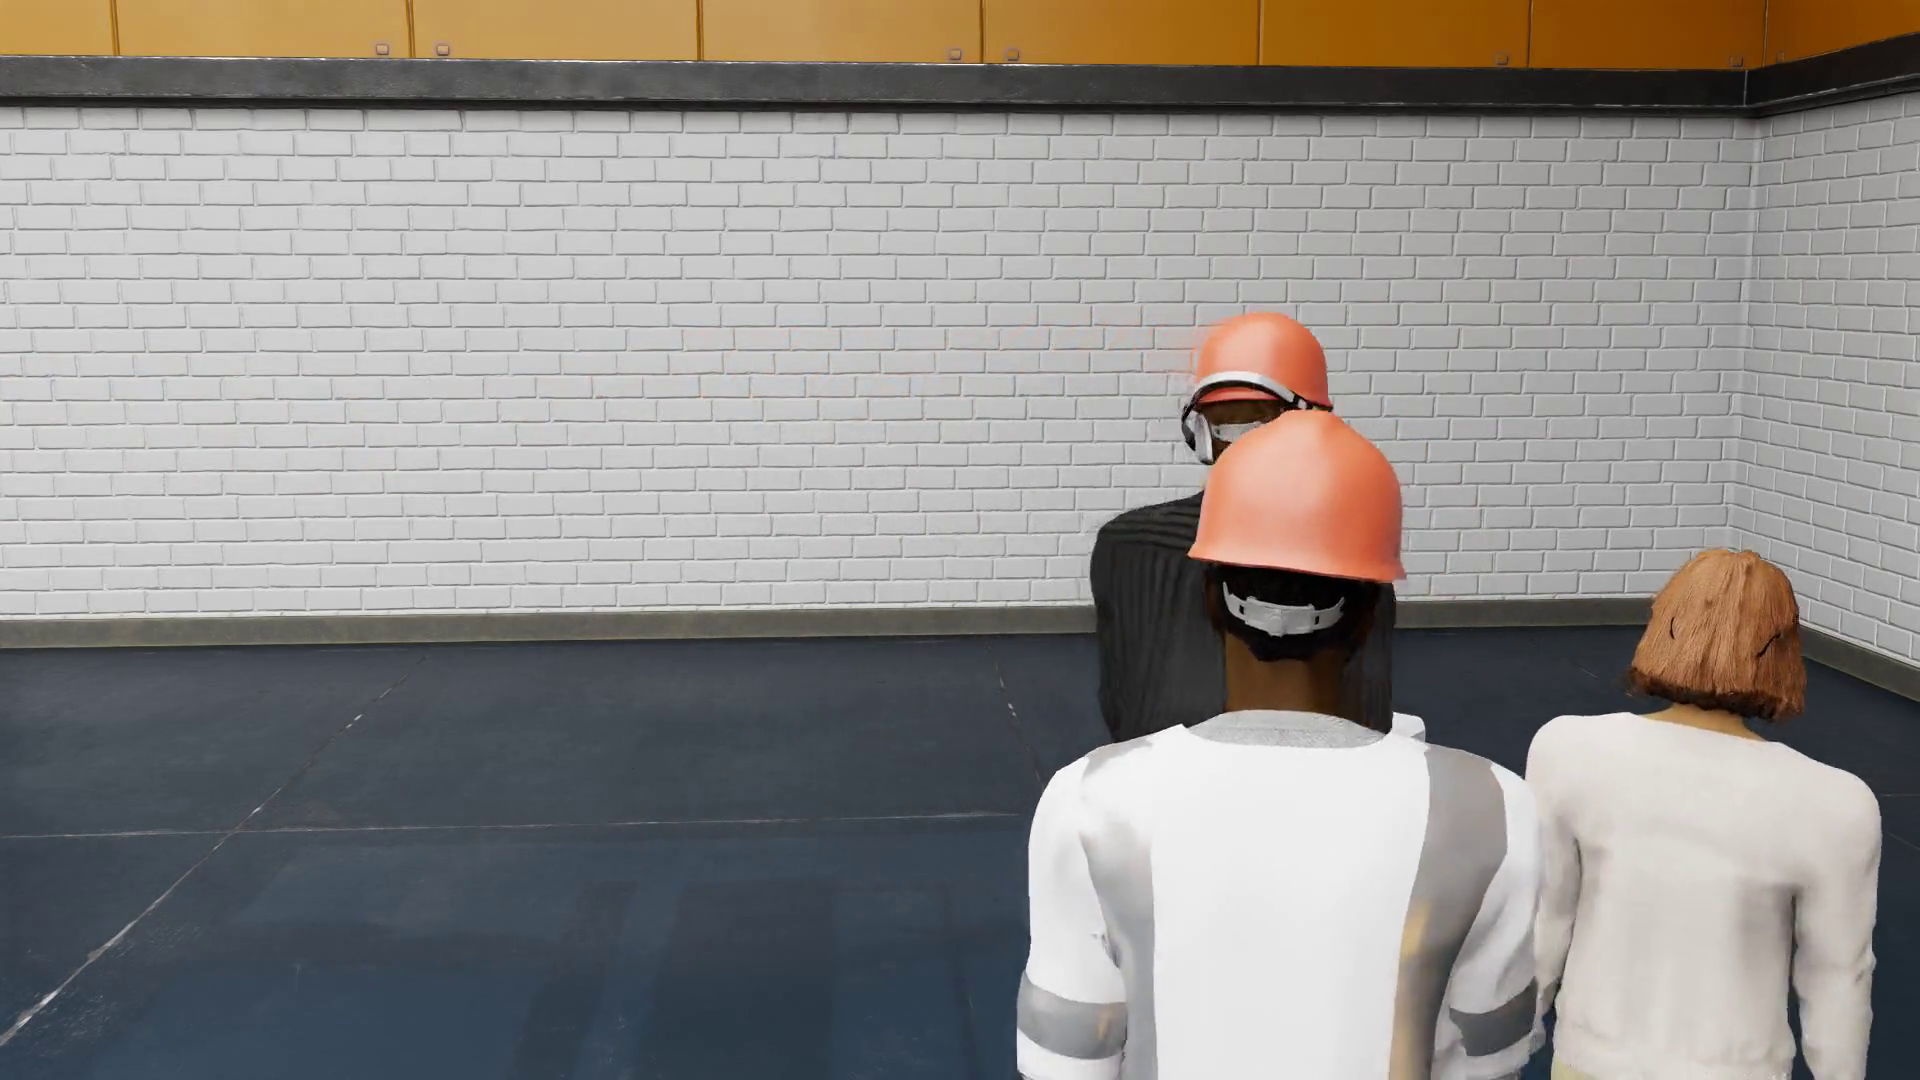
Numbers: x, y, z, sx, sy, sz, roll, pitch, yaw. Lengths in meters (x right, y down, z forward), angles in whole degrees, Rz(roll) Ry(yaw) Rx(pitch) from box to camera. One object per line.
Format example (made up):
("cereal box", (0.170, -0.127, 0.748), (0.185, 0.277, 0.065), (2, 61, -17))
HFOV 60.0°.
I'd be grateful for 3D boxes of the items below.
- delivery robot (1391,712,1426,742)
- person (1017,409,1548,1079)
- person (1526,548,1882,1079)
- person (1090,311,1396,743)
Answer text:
("delivery robot", (1.364, 0.770, 5.883), (0.477, 0.478, 0.707), (7, 12, 38))
("person", (0.345, 0.799, 1.860), (0.540, 1.874, 1.039), (2, 9, 15))
("person", (1.102, 0.812, 2.562), (0.521, 1.620, 0.353), (6, 11, 34))
("person", (0.459, 0.591, 2.905), (0.638, 1.967, 0.632), (8, 12, 39))
